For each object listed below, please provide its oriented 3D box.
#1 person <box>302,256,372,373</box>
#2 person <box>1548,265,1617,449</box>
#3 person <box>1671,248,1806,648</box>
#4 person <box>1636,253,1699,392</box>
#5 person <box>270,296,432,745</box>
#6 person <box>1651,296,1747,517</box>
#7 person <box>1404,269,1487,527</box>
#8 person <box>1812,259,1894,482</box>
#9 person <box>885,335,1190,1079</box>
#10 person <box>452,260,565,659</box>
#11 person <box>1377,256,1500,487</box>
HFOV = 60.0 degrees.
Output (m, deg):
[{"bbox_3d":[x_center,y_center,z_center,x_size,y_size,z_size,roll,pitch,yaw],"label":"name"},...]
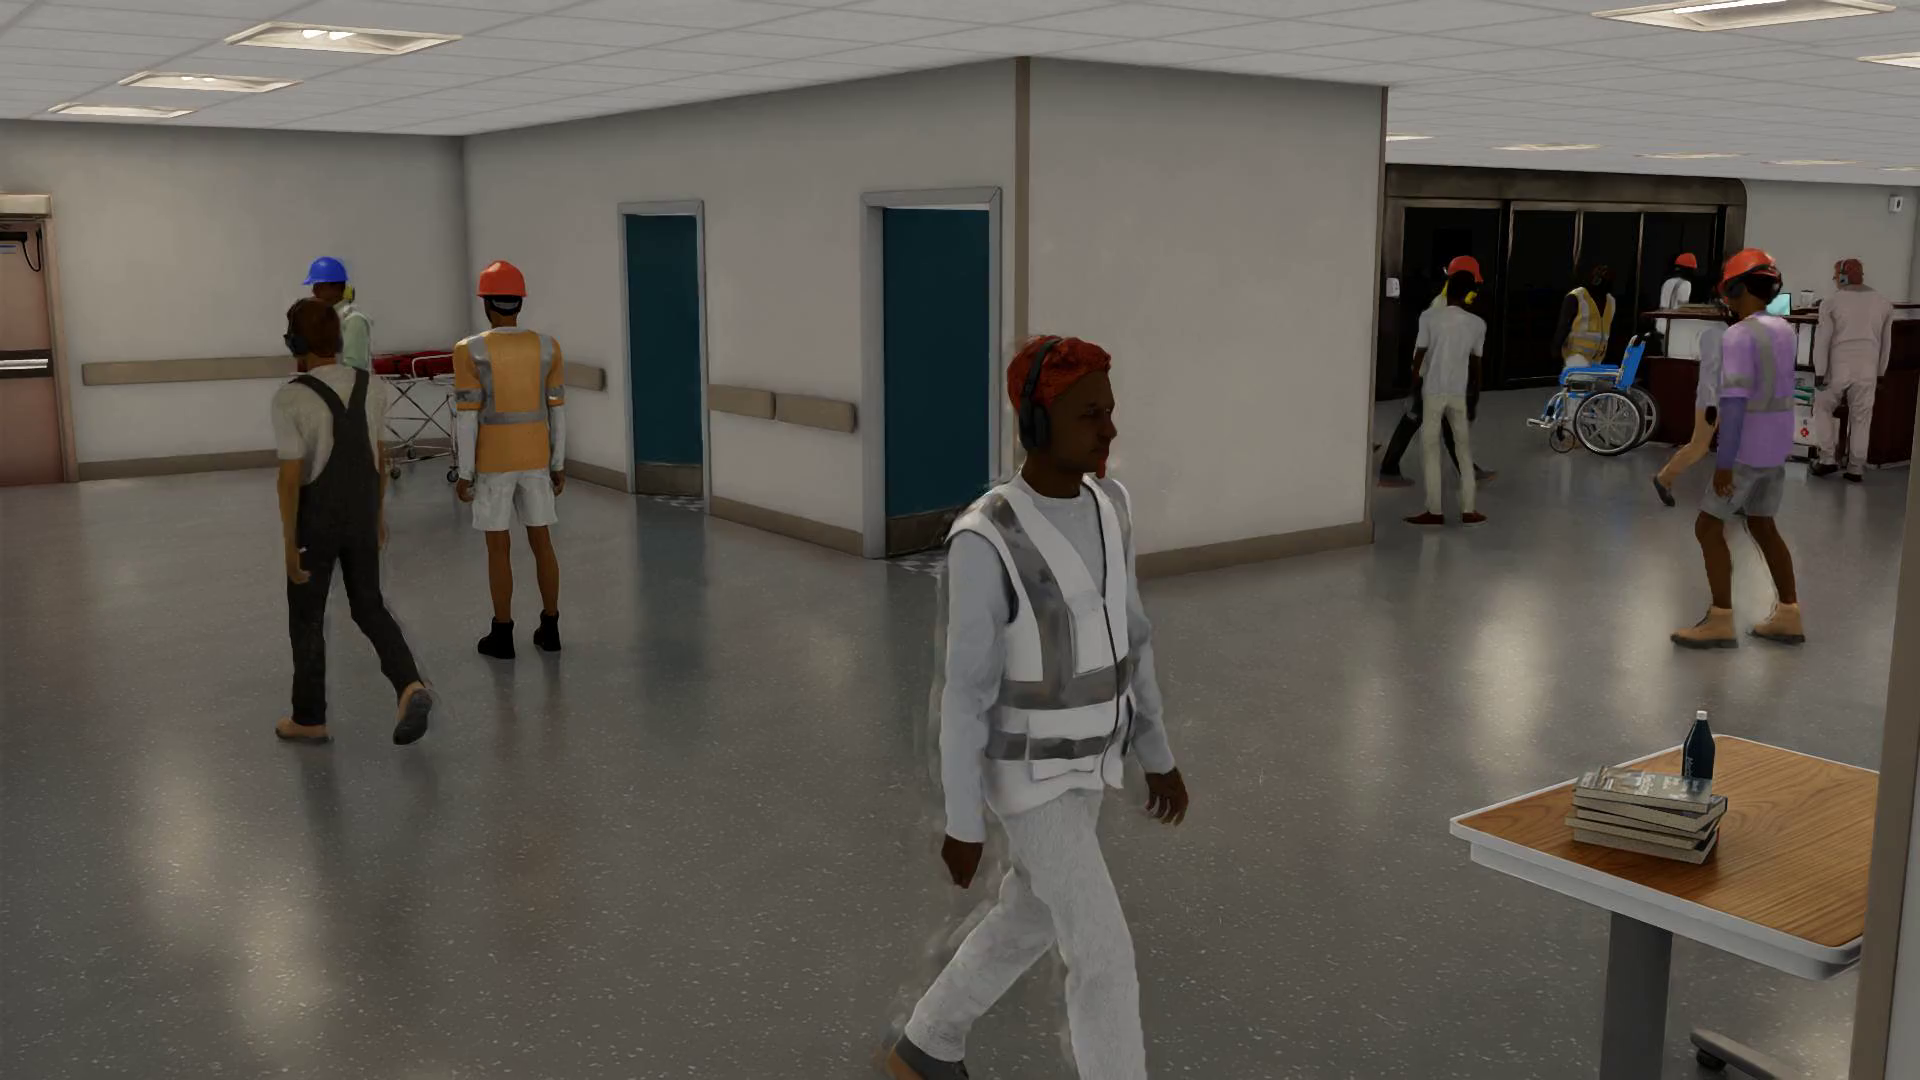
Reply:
[{"bbox_3d":[-4.323,-0.957,11.356,0.646,1.921,0.757,9,13,40],"label":"person"},{"bbox_3d":[6.189,-1.792,16.386,0.700,1.805,0.630,-5,11,-24],"label":"person"},{"bbox_3d":[3.937,-0.443,8.291,0.521,1.992,0.676,10,14,44],"label":"person"},{"bbox_3d":[9.026,-2.701,21.193,0.665,1.907,0.570,0,10,-2],"label":"person"},{"bbox_3d":[-2.448,-0.052,6.588,0.746,1.819,0.526,8,13,37],"label":"person"},{"bbox_3d":[5.652,-1.052,12.481,0.563,1.721,0.811,-6,12,-30],"label":"person"},{"bbox_3d":[3.508,-1.002,11.902,0.648,1.839,0.403,-1,10,-6],"label":"person"},{"bbox_3d":[7.614,-1.451,14.246,0.682,1.881,0.557,1,10,6],"label":"person"},{"bbox_3d":[0.172,0.485,3.537,0.921,1.840,0.587,6,12,32],"label":"person"},{"bbox_3d":[-2.210,-0.390,8.156,0.553,1.935,0.364,-7,13,-36],"label":"person"},{"bbox_3d":[3.956,-1.355,13.614,1.031,1.911,0.620,2,10,14],"label":"person"}]
